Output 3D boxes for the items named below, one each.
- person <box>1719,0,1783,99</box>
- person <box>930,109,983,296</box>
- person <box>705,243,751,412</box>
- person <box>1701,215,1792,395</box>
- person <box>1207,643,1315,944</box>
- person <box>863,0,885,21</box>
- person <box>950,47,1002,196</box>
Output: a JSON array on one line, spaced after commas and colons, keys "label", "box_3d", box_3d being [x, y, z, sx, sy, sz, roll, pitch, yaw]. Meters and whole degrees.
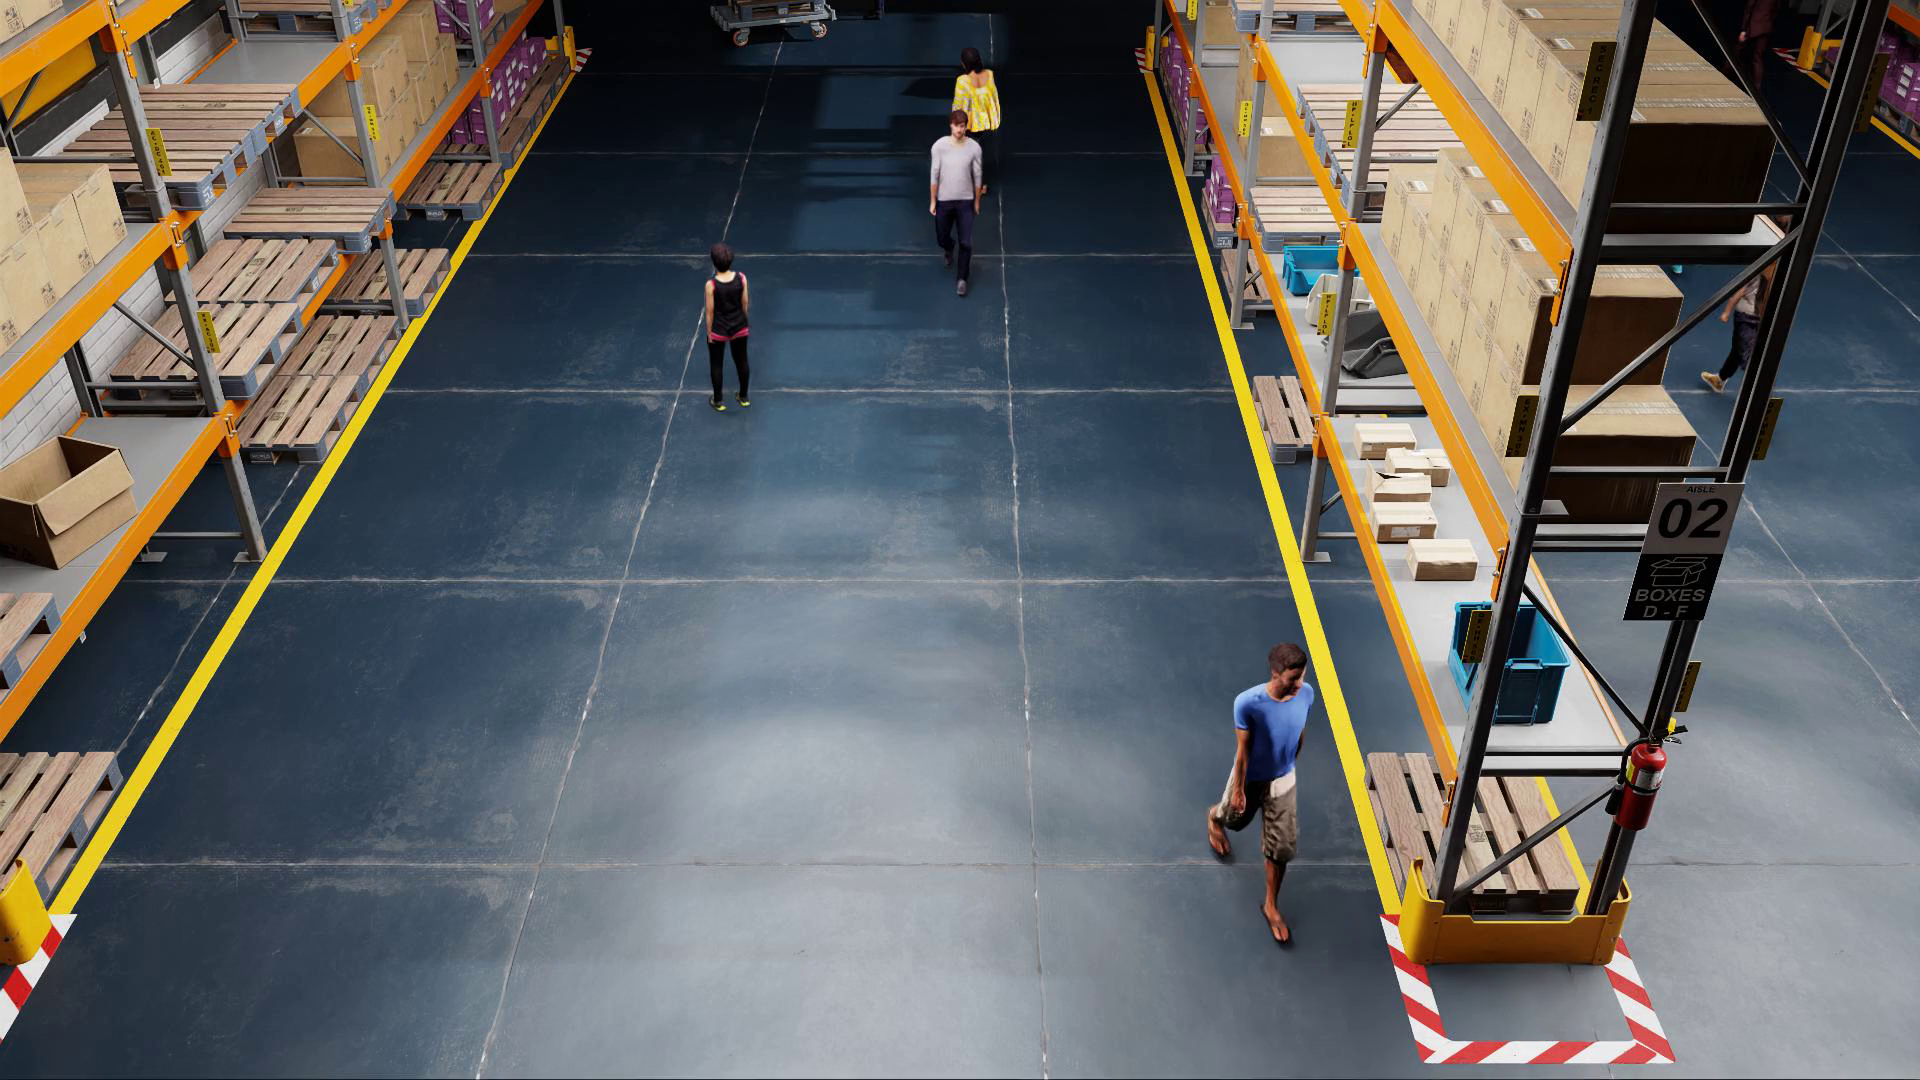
[{"label": "person", "box_3d": [10.159, -6.458, 21.118, 0.857, 1.820, 1.215, -6, 34, -9]}, {"label": "person", "box_3d": [-0.043, -3.392, 16.502, 0.711, 1.824, 0.982, 2, 34, 3]}, {"label": "person", "box_3d": [-1.990, -1.848, 14.427, 0.649, 1.549, 0.680, -15, 37, -22]}, {"label": "person", "box_3d": [6.877, -1.925, 14.261, 0.857, 1.861, 1.277, -8, 34, -12]}, {"label": "person", "box_3d": [1.680, 1.278, 9.473, 0.793, 1.827, 1.280, -6, 34, -8]}, {"label": "person", "box_3d": [-1.241, -8.522, 24.291, 0.738, 1.745, 0.531, 5, 34, 7]}, {"label": "person", "box_3d": [0.214, -4.639, 18.552, 0.948, 1.630, 1.025, -23, 40, -30]}]
